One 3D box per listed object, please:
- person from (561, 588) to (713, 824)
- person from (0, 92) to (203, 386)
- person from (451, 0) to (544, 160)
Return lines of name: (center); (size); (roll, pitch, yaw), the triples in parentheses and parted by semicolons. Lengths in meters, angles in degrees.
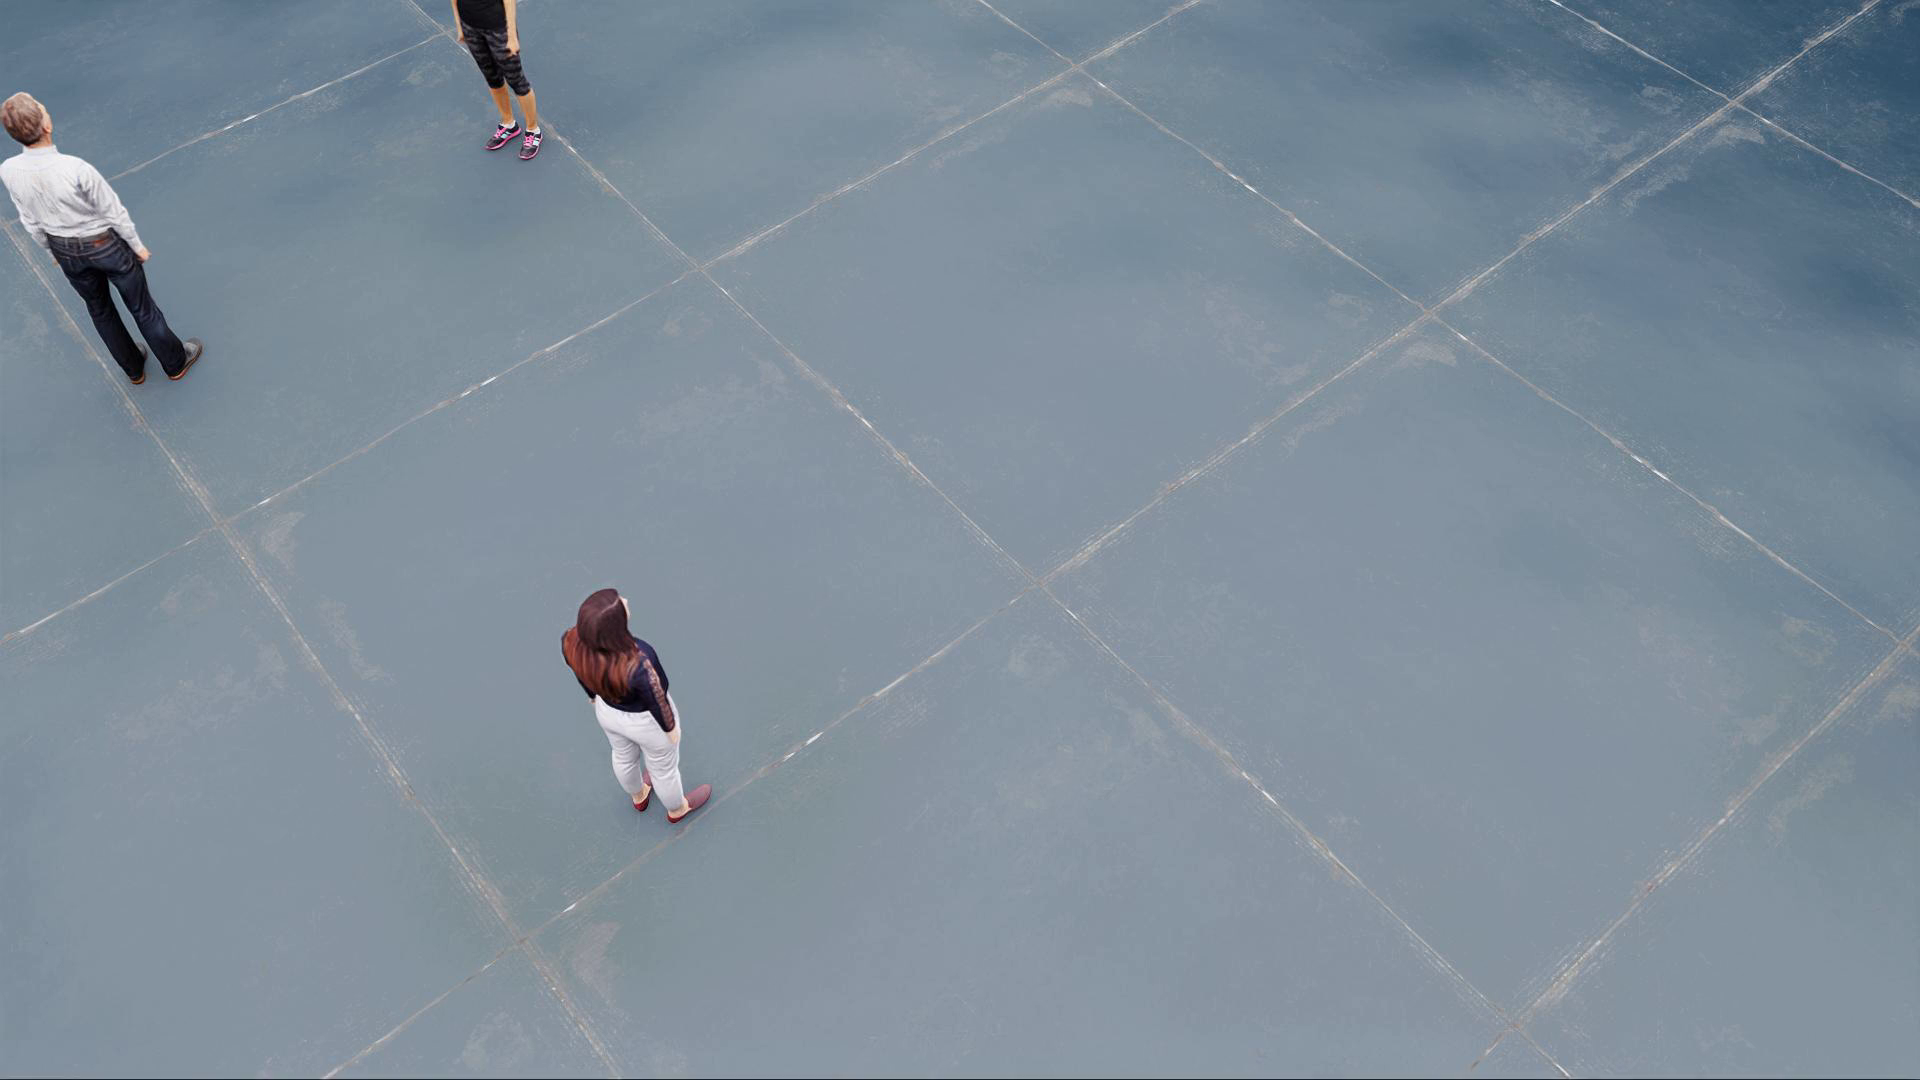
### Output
person: (-1.358, 0.705, 6.979); (0.678, 1.608, 0.669); (22, 55, 16)
person: (-4.481, -1.523, 8.571); (0.707, 1.820, 0.801); (-3, 52, -2)
person: (-2.766, -3.035, 9.799); (0.659, 1.729, 0.672); (19, 55, 14)
